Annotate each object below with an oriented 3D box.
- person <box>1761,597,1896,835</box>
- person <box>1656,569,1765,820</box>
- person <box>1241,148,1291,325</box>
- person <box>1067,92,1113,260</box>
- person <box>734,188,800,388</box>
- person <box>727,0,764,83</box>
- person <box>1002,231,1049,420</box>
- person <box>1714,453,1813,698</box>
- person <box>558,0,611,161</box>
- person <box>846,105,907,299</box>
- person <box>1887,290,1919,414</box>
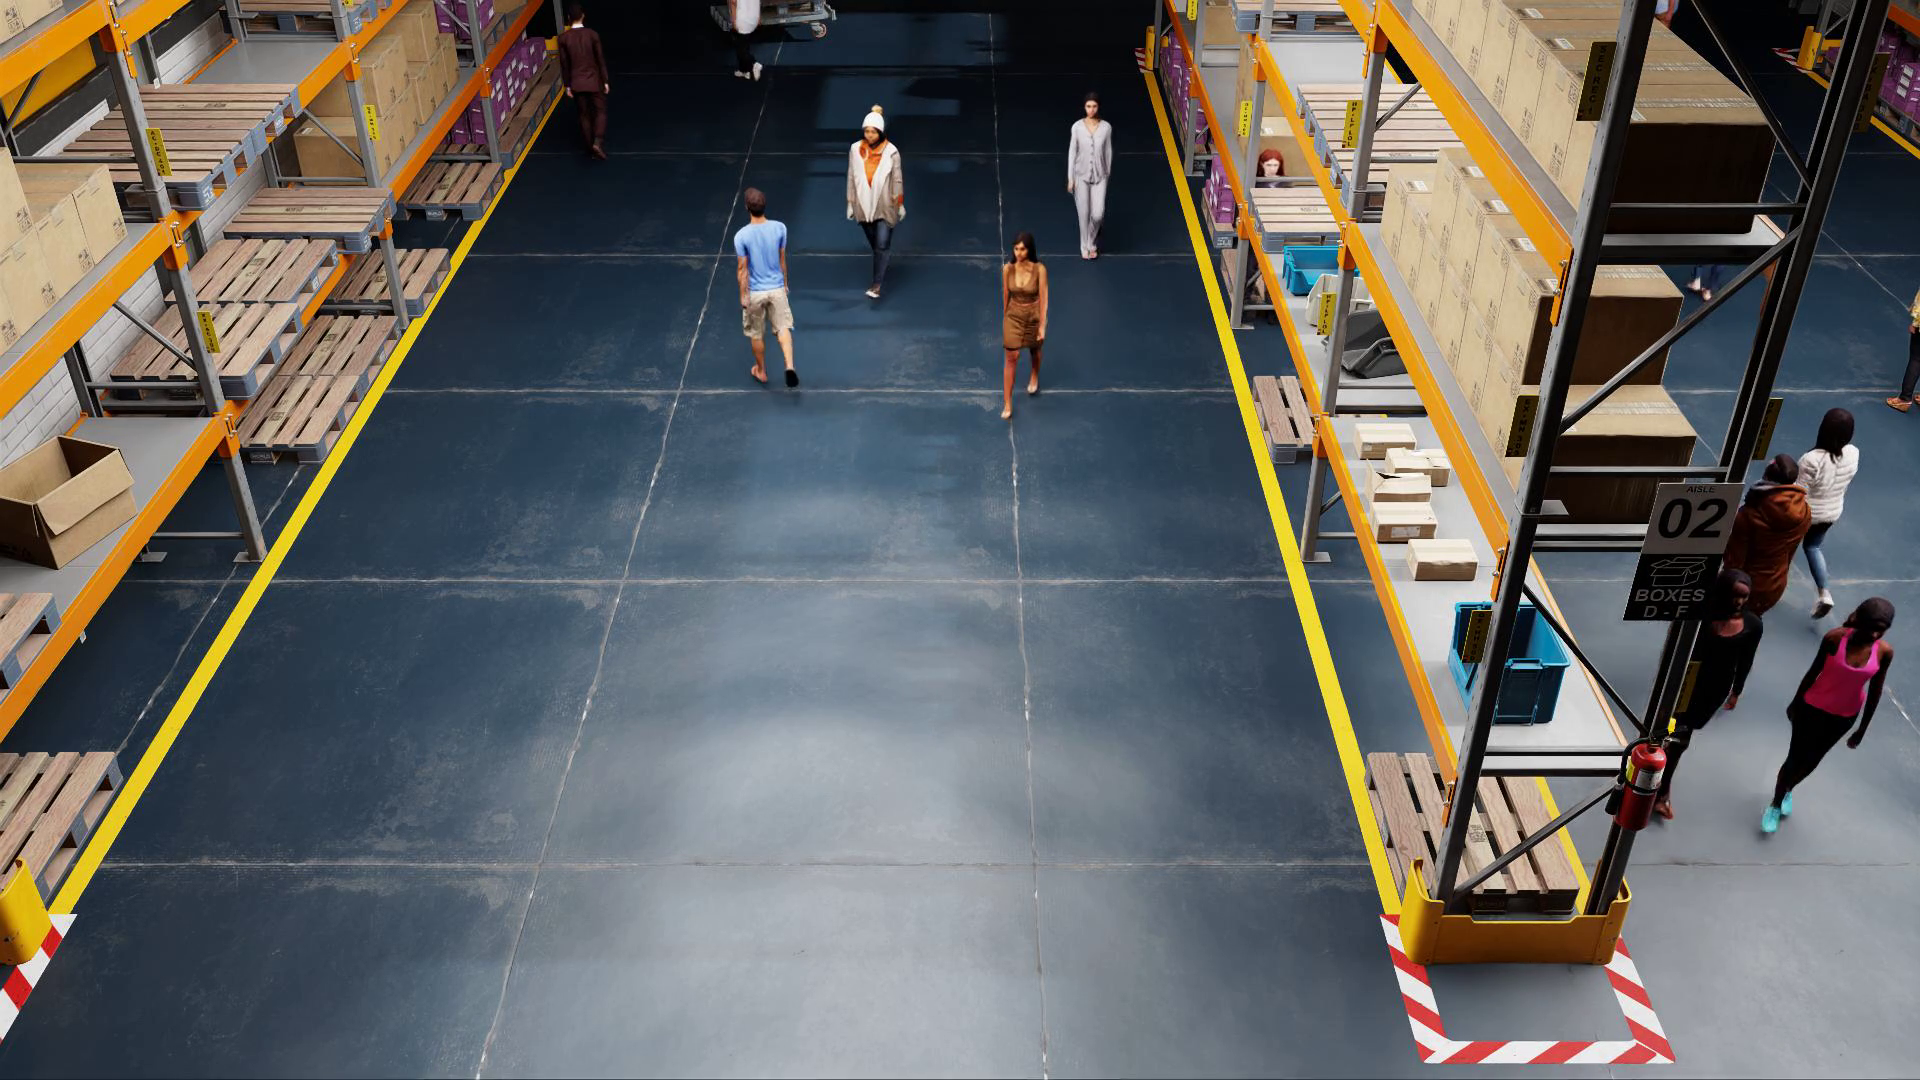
[{"bbox_3d":[5.248,0.980,10.037,0.719,1.698,0.817,14,36,20],"label":"person"},{"bbox_3d":[4.547,0.848,10.242,0.727,1.693,1.129,6,34,9],"label":"person"},{"bbox_3d":[2.877,-2.873,15.771,0.583,1.769,0.529,-2,34,-3],"label":"person"},{"bbox_3d":[1.325,-3.753,17.104,0.605,1.759,0.626,1,34,2],"label":"person"},{"bbox_3d":[-1.686,-2.175,14.647,0.877,1.851,1.062,-13,36,-19],"label":"person"},{"bbox_3d":[-2.812,-6.830,21.813,1.020,1.670,0.980,26,41,33],"label":"person"},{"bbox_3d":[0.599,-1.919,14.453,0.710,1.639,1.094,6,34,9],"label":"person"},{"bbox_3d":[5.261,0.309,10.936,0.751,1.822,0.741,-5,34,-8],"label":"person"},{"bbox_3d":[-4.332,-5.279,19.315,0.722,1.852,0.902,-3,34,-4],"label":"person"},{"bbox_3d":[-0.803,-3.373,16.459,0.926,1.839,1.255,9,35,13],"label":"person"},{"bbox_3d":[8.455,-1.871,14.366,0.753,1.655,0.787,-5,34,-7],"label":"person"}]
